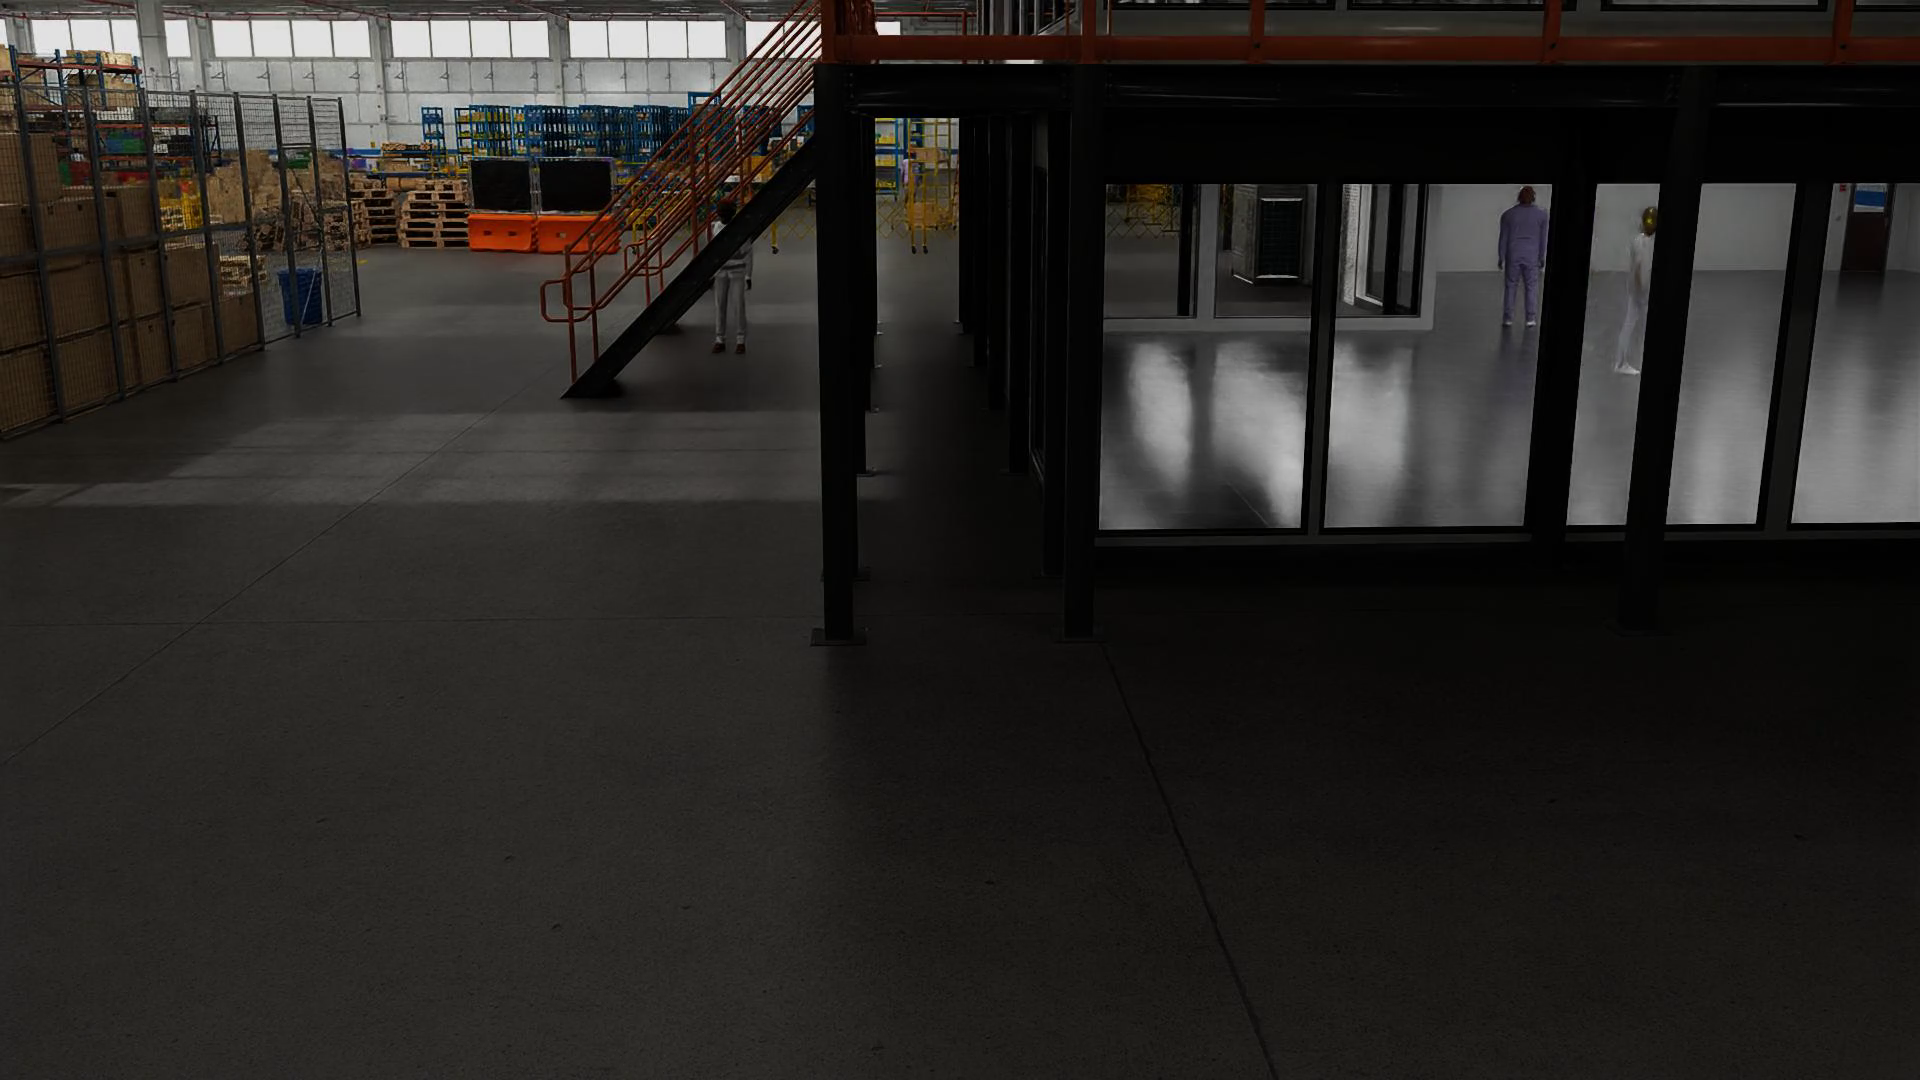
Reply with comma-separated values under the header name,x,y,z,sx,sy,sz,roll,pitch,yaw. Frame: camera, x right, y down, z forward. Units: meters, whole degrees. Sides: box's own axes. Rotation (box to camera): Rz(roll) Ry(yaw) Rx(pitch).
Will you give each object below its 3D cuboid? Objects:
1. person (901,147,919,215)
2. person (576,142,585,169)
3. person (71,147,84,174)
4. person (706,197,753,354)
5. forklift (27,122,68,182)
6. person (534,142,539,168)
name,x,y,z,sx,sy,sz,roll,pitch,yaw
person,-1.500,-10.910,50.637,0.605,2.045,0.372,7,16,26
person,-19.143,-19.154,84.021,0.403,1.830,0.595,-12,18,-39
person,-40.399,-17.134,76.213,0.535,1.699,0.318,-10,17,-36
person,-2.790,-3.199,20.136,0.575,1.885,0.361,2,14,9
forklift,-35.376,-14.773,64.377,1.129,2.768,1.873,-1,14,-2
person,-21.282,-19.055,83.402,0.409,1.949,0.611,7,16,27
